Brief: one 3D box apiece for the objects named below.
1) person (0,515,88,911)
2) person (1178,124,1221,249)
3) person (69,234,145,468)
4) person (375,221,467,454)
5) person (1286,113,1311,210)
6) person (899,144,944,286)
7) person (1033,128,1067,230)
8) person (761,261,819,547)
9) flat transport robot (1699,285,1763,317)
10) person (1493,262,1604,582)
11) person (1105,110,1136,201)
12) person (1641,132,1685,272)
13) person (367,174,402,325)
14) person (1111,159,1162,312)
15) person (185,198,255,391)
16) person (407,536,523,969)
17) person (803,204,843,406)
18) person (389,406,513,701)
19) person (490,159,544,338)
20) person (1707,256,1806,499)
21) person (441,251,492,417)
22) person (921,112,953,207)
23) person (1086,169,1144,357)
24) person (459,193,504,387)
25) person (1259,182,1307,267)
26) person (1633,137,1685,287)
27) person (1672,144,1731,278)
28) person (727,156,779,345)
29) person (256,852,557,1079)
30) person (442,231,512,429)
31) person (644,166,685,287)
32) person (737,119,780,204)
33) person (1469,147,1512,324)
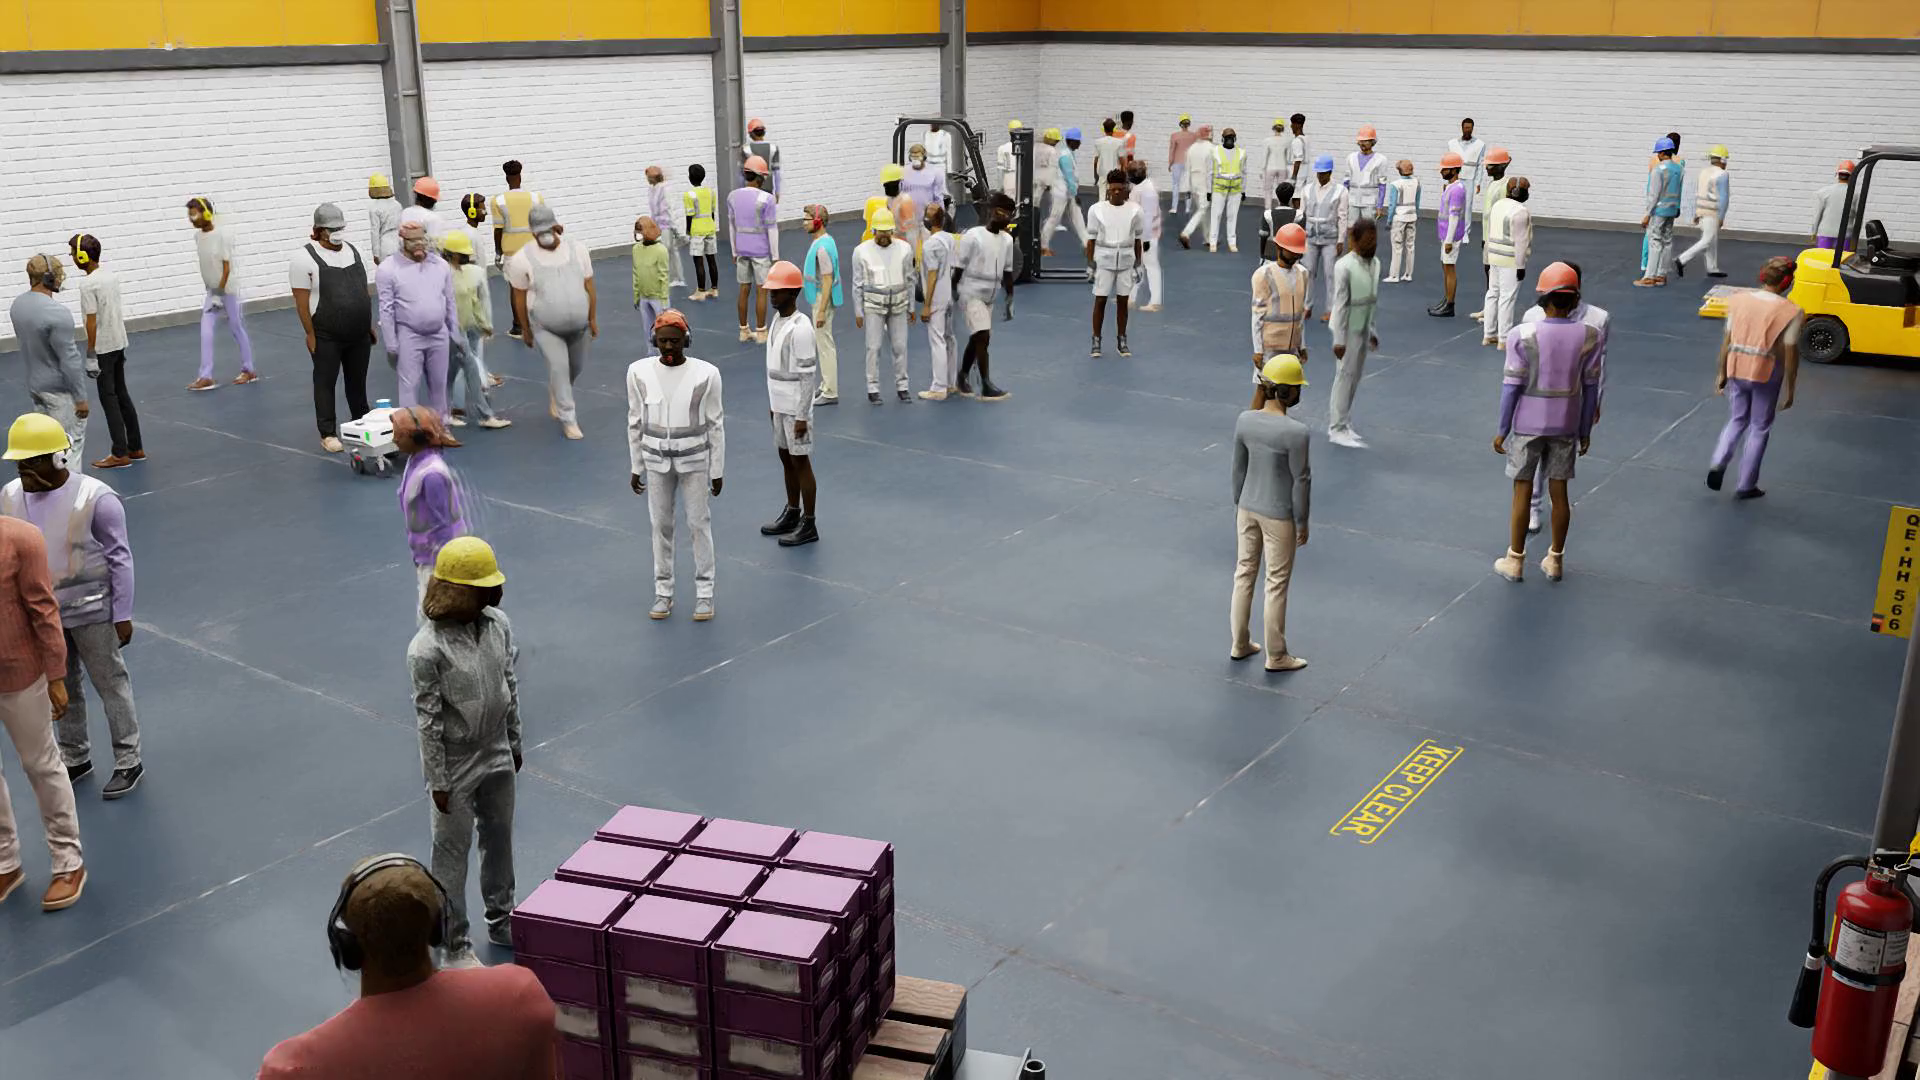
[{"bbox_3d":[-3.894,0.552,6.637,0.626,1.980,0.412,-2,18,-7],"label":"person"},{"bbox_3d":[3.697,-5.406,25.445,0.893,1.872,0.639,-10,20,-28],"label":"person"},{"bbox_3d":[-6.824,-1.502,13.261,0.345,1.857,0.524,0,18,-1],"label":"person"},{"bbox_3d":[-4.399,-1.660,13.688,0.679,1.902,0.427,-16,24,-41],"label":"person"},{"bbox_3d":[5.380,-5.798,26.515,0.367,1.963,0.609,8,20,24],"label":"person"},{"bbox_3d":[-0.517,-4.040,21.082,0.635,1.929,0.385,3,18,10],"label":"person"},{"bbox_3d":[1.376,-5.905,27.293,0.826,1.690,0.512,-10,20,-28],"label":"person"},{"bbox_3d":[-1.170,-0.925,11.310,0.349,1.940,0.551,-9,20,-27],"label":"person"},{"bbox_3d":[9.420,-2.894,20.170,0.652,0.197,1.431,10,20,29],"label":"flat transport robot"},{"bbox_3d":[3.704,-0.737,10.560,0.616,2.039,0.384,0,18,-1],"label":"person"},{"bbox_3d":[2.658,-6.222,27.895,0.815,1.941,0.602,-12,22,-34],"label":"person"},{"bbox_3d":[9.781,-4.695,23.158,0.397,1.911,0.587,-7,19,-21],"label":"person"},{"bbox_3d":[-6.627,-3.353,19.243,0.326,1.737,0.488,8,20,24],"label":"person"},{"bbox_3d":[2.176,-3.682,20.176,0.618,1.816,0.627,-3,18,-8],"label":"person"},{"bbox_3d":[-7.170,-2.337,15.913,0.480,1.821,0.890,7,19,20],"label":"person"},{"bbox_3d":[-1.793,0.818,6.198,0.321,1.736,0.484,9,20,26],"label":"person"},{"bbox_3d":[-1.262,-2.165,15.341,0.376,1.844,0.571,-2,18,-7],"label":"person"},{"bbox_3d":[-2.680,0.081,8.684,0.444,1.622,0.542,-8,20,-25],"label":"person"},{"bbox_3d":[-4.882,-3.225,18.477,0.602,1.958,0.381,-9,20,-25],"label":"person"},{"bbox_3d":[5.892,-1.186,12.310,0.445,1.827,0.584,-12,21,-32],"label":"person"},{"bbox_3d":[-4.472,-1.903,14.904,0.417,1.612,0.597,17,24,42],"label":"person"},{"bbox_3d":[-0.386,-6.404,28.586,0.583,1.861,0.790,8,19,23],"label":"person"},{"bbox_3d":[1.621,-2.898,17.439,0.611,1.964,0.364,-1,18,-5],"label":"person"},{"bbox_3d":[-4.669,-2.414,16.103,0.325,1.862,0.511,-5,19,-16],"label":"person"},{"bbox_3d":[3.632,-3.185,18.792,0.530,1.689,0.321,5,18,14],"label":"person"},{"bbox_3d":[9.212,-4.305,21.888,0.603,1.938,0.402,-12,21,-33],"label":"person"},{"bbox_3d":[10.101,-4.429,22.492,0.742,1.806,0.599,-1,18,-2],"label":"person"},{"bbox_3d":[-2.219,-3.143,18.116,0.611,2.030,0.409,9,20,27],"label":"person"},{"bbox_3d":[-1.131,1.566,3.595,0.642,1.903,0.990,-14,23,-37],"label":"person"},{"bbox_3d":[-4.272,-1.808,14.420,0.802,1.719,0.531,1,18,4],"label":"person"},{"bbox_3d":[-3.905,-4.052,21.652,0.696,1.593,0.543,-11,21,-32],"label":"person"},{"bbox_3d":[-3.001,-5.206,24.630,0.601,1.993,0.940,-7,19,-21],"label":"person"},{"bbox_3d":[6.182,-3.528,19.314,0.417,2.035,0.609,0,18,0],"label":"person"}]
